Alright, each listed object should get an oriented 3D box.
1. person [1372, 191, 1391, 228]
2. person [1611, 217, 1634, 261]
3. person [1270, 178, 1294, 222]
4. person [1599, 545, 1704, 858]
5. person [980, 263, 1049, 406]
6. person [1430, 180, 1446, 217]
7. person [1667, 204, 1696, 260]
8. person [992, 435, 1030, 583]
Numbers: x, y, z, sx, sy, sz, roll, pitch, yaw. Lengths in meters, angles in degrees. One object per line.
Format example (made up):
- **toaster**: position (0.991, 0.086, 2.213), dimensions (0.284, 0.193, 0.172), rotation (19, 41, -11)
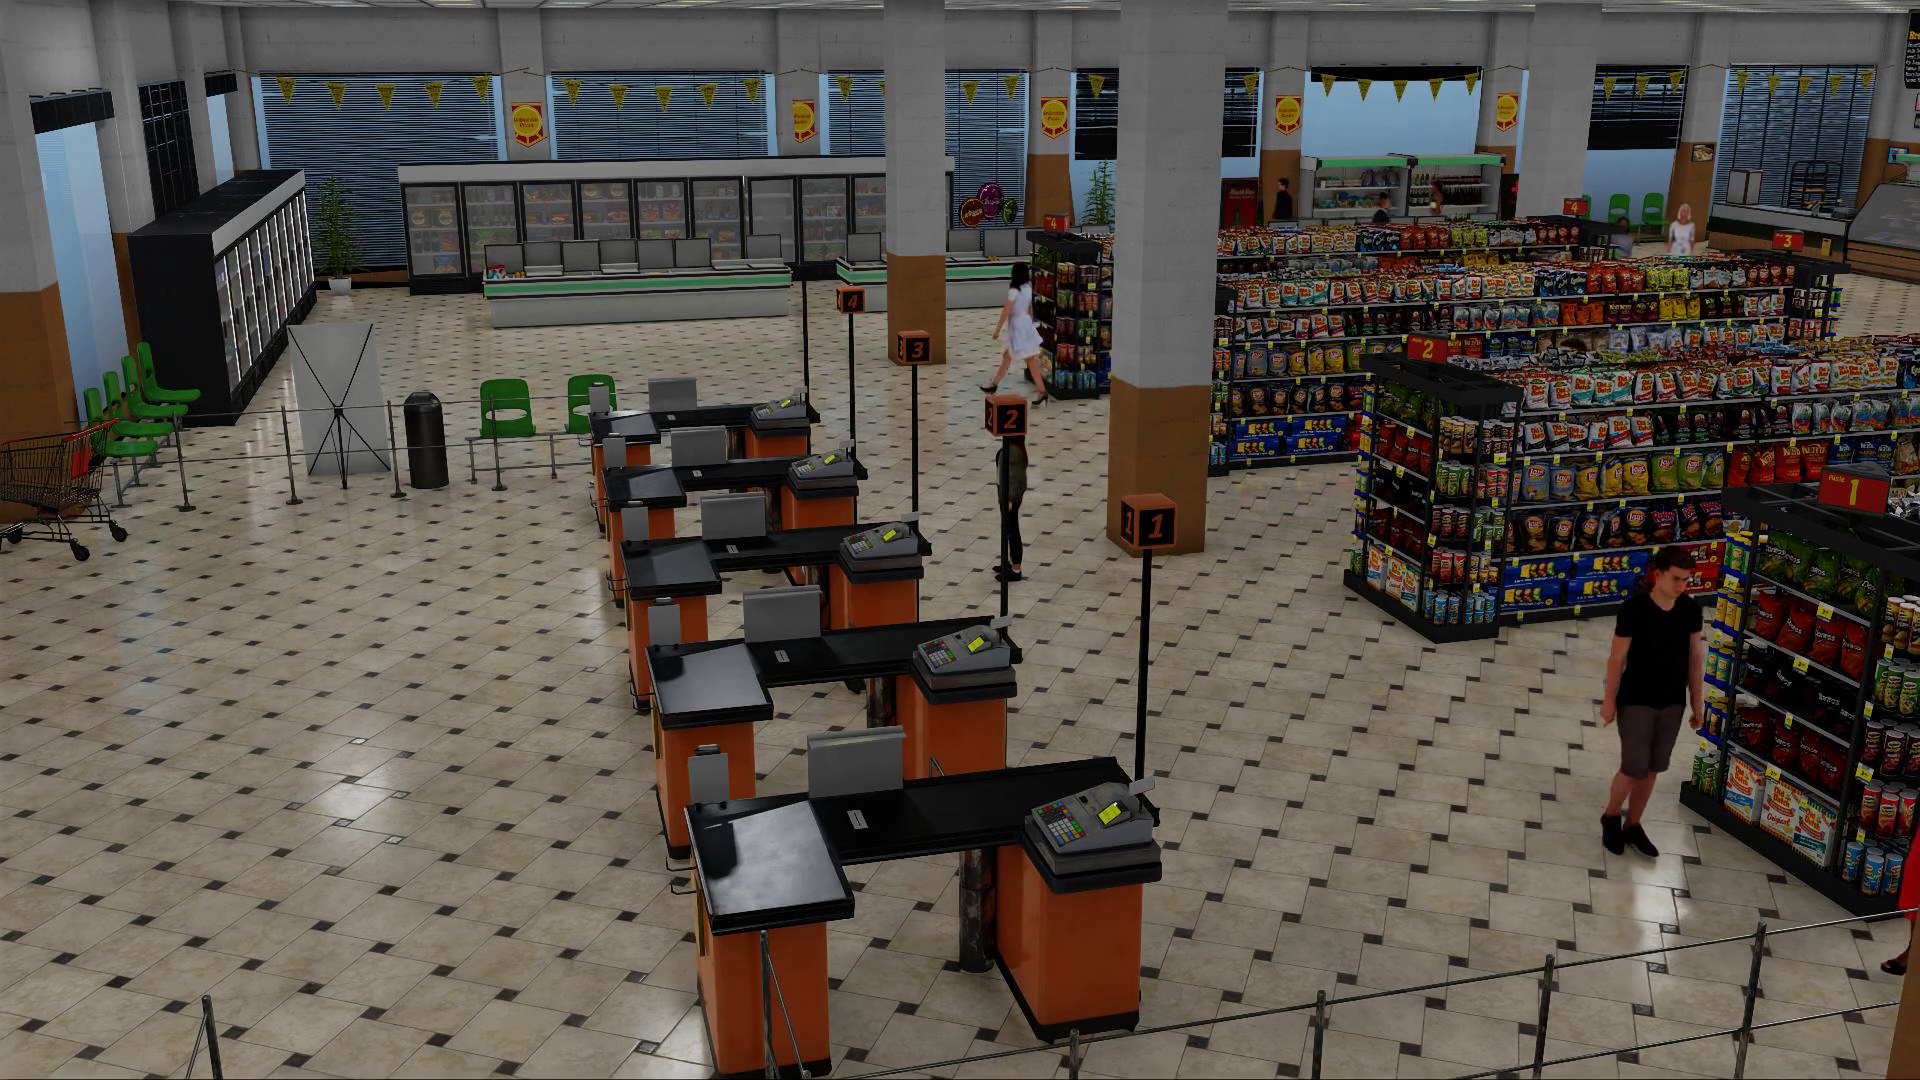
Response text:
- **person**: position (7.209, -5.080, 28.961), dimensions (1.033, 1.934, 0.832), rotation (-1, 17, -2)
- **person**: position (10.677, -4.390, 27.069), dimensions (0.691, 1.712, 0.771), rotation (2, 17, 7)
- **person**: position (6.482, -6.229, 32.950), dimensions (1.006, 1.814, 0.839), rotation (-1, 17, -2)
- **person**: position (3.890, 0.882, 9.473), dimensions (0.568, 1.848, 0.734), rotation (-3, 17, -10)
- **person**: position (0.847, -2.529, 20.879), dimensions (1.244, 1.749, 1.177), rotation (9, 19, 27)
- **person**: position (9.688, -6.360, 33.516), dimensions (0.807, 1.737, 0.700), rotation (0, 17, -1)
- **person**: position (12.483, -4.970, 28.942), dimensions (0.708, 1.734, 0.757), rotation (1, 17, 5)
- **person**: position (0.437, -0.384, 14.286), dimensions (0.577, 1.475, 0.624), rotation (-1, 17, -2)
